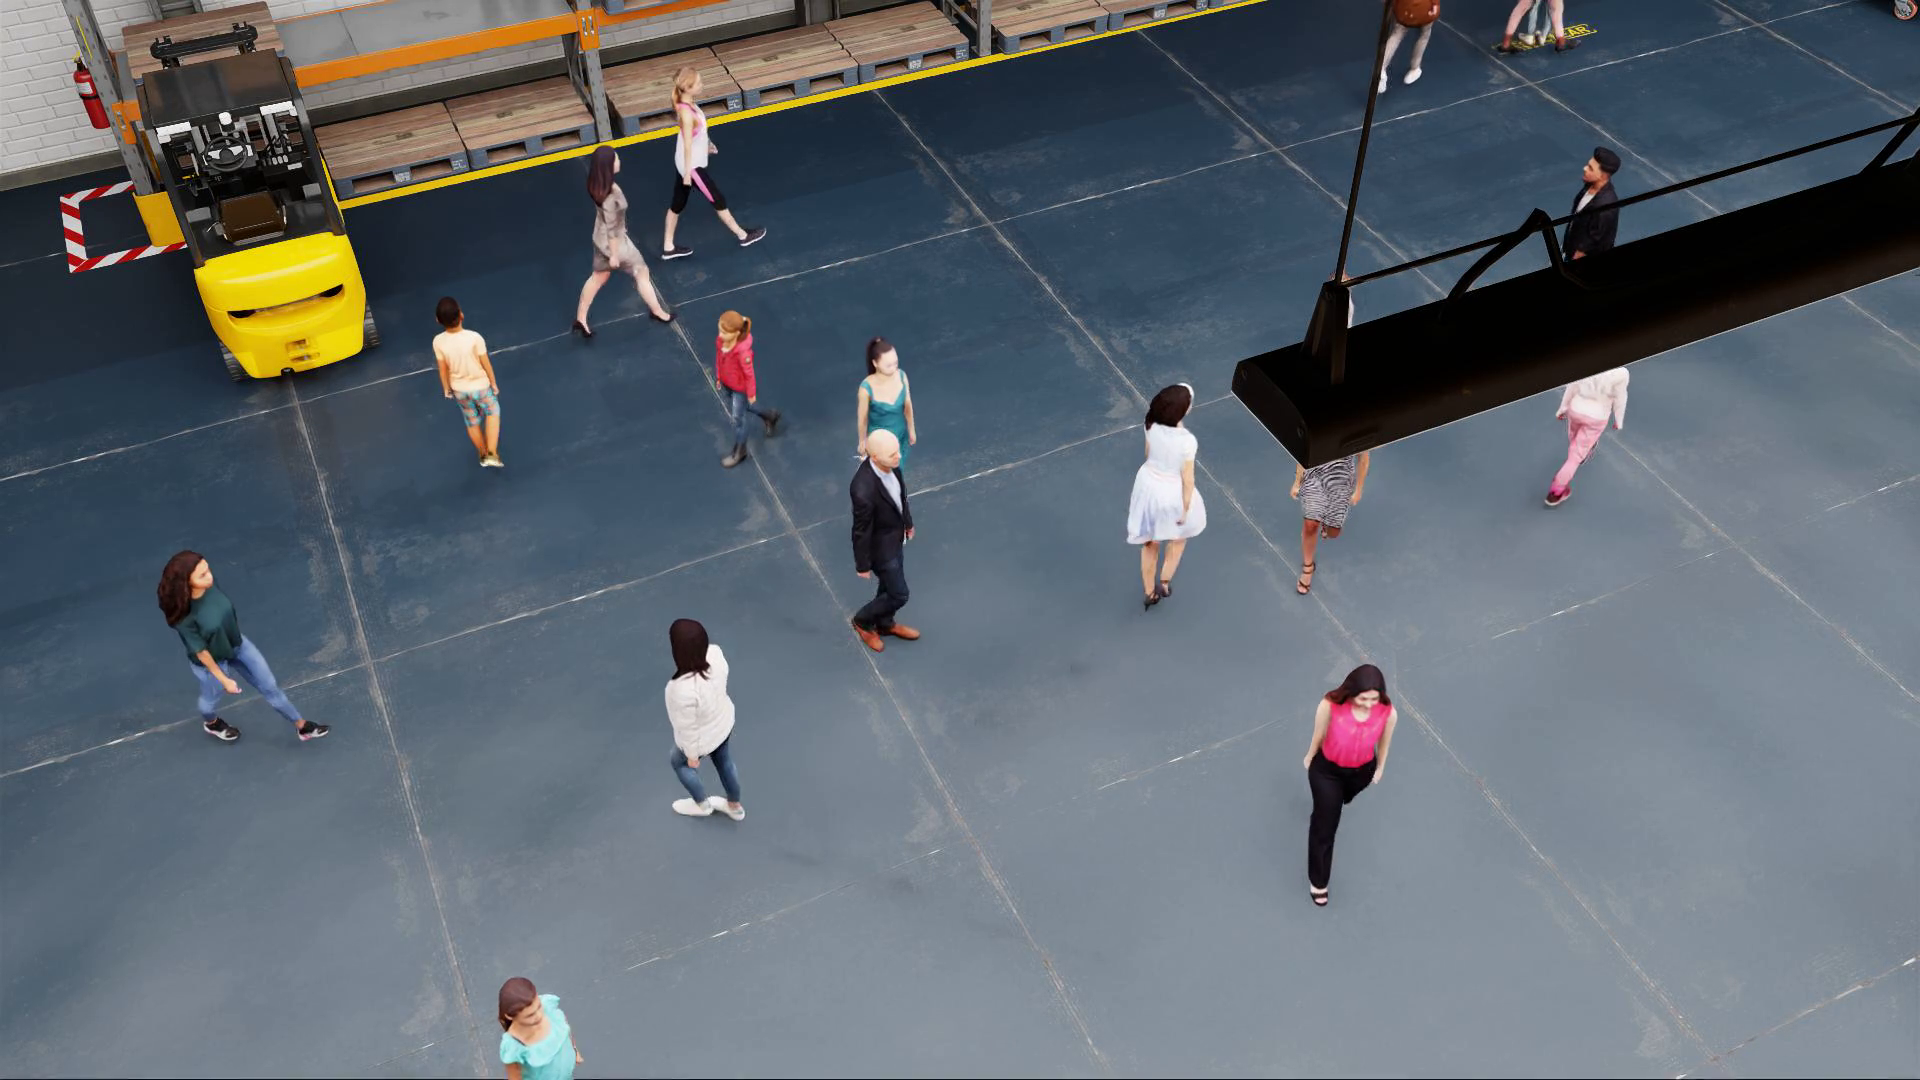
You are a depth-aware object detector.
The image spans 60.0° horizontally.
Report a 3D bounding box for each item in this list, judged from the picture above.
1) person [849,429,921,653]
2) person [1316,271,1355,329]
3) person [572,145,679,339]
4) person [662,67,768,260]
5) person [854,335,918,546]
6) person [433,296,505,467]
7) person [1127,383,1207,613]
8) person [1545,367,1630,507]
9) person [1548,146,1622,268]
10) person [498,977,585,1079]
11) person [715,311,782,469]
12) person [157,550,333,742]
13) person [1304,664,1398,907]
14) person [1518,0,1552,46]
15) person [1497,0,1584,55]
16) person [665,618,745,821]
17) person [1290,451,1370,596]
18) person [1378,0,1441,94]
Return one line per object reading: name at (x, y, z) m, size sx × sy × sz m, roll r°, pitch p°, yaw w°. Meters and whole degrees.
person at (-0.556, -0.016, 10.553) m, size 0.876 × 1.789 × 0.820 m, roll 13°, pitch 45°, yaw 13°
person at (2.834, -1.550, 12.611) m, size 0.709 × 1.171 × 0.830 m, roll 23°, pitch 48°, yaw 22°
person at (-2.797, -2.275, 12.985) m, size 1.118 × 1.704 × 0.686 m, roll -23°, pitch 48°, yaw -22°
person at (-2.326, -3.078, 13.806) m, size 1.174 × 1.734 × 0.721 m, roll -12°, pitch 45°, yaw -12°
person at (-0.542, -0.731, 11.393) m, size 0.921 × 1.666 × 0.728 m, roll -27°, pitch 50°, yaw -26°
person at (-3.500, -1.063, 11.897) m, size 0.688 × 1.451 × 0.706 m, roll -5°, pitch 44°, yaw -5°
person at (1.263, -0.207, 10.748) m, size 0.843 × 1.795 × 0.939 m, roll 27°, pitch 50°, yaw 26°
person at (4.394, -0.856, 11.709) m, size 1.058 × 1.410 × 0.776 m, roll -33°, pitch 53°, yaw -30°
person at (4.906, -2.193, 12.840) m, size 1.140 × 1.786 × 0.982 m, roll 1°, pitch 44°, yaw 1°
person at (-2.047, 2.556, 8.039) m, size 1.018 × 1.533 × 1.021 m, roll 18°, pitch 47°, yaw 18°
person at (-1.564, -1.157, 12.104) m, size 0.867 × 1.300 × 0.625 m, roll -29°, pitch 51°, yaw -27°
person at (-4.514, 0.693, 9.967) m, size 1.140 × 1.571 × 1.029 m, roll 10°, pitch 45°, yaw 11°
person at (2.146, 1.230, 9.364) m, size 1.097 × 1.624 × 0.934 m, roll -1°, pitch 44°, yaw -1°
person at (5.981, -5.634, 16.801) m, size 0.509 × 1.304 × 0.641 m, roll -8°, pitch 44°, yaw -9°
person at (5.695, -5.573, 16.461) m, size 1.156 × 1.685 × 0.891 m, roll -4°, pitch 44°, yaw -4°
person at (-1.399, 1.086, 9.515) m, size 0.847 × 1.624 × 0.780 m, roll 17°, pitch 46°, yaw 17°
person at (2.443, -0.417, 10.963) m, size 0.863 × 1.803 × 0.924 m, roll 14°, pitch 45°, yaw 14°
person at (4.331, -5.124, 15.894) m, size 1.034 × 1.816 × 1.179 m, roll 25°, pitch 49°, yaw 24°
